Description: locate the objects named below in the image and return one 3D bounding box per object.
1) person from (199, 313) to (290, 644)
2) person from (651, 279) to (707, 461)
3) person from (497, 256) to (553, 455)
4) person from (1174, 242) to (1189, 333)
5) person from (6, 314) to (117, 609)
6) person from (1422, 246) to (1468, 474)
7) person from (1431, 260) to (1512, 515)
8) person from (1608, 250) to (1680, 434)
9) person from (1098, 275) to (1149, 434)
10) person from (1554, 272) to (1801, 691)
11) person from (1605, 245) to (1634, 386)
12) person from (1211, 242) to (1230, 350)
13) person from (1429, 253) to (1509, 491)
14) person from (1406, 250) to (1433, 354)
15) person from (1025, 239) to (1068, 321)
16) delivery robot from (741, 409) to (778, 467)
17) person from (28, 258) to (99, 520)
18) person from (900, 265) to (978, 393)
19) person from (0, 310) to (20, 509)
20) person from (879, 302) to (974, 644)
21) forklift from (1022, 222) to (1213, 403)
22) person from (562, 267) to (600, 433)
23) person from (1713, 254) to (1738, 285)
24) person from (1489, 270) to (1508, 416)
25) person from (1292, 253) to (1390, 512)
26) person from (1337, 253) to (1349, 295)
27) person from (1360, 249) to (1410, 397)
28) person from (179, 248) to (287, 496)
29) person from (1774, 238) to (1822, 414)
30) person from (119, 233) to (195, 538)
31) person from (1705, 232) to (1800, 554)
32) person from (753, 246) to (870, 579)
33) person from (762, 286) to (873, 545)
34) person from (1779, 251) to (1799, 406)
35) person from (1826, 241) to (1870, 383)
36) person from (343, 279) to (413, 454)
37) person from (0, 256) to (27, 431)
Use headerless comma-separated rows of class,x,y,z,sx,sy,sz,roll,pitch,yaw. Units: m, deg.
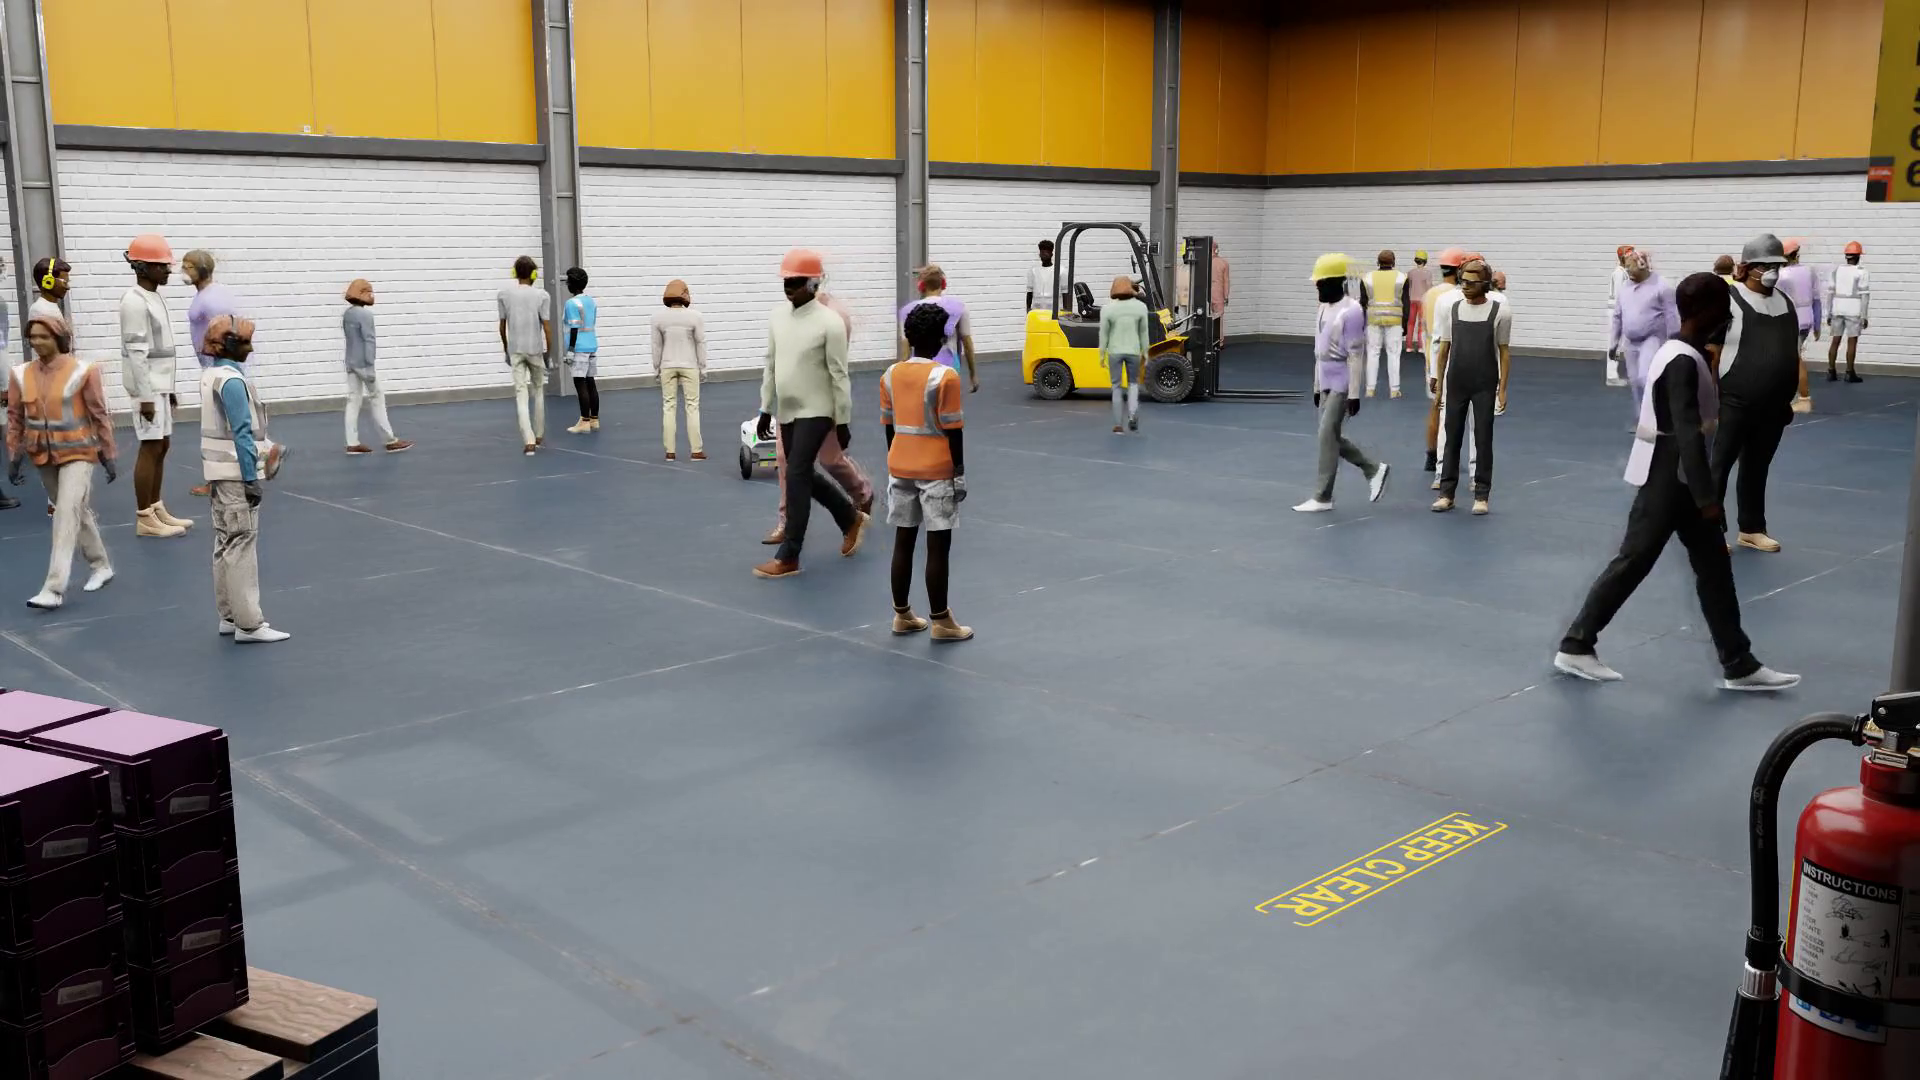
person,-3.606,-0.303,8.291,0.309,1.640,0.513,-8,13,-37
person,-2.516,-1.520,14.944,0.498,1.633,0.278,1,10,3
person,-4.058,-1.736,15.606,0.480,1.817,0.920,-2,11,-12
person,3.639,-3.798,26.568,0.365,1.927,0.587,-7,13,-34
person,-4.968,-0.445,9.175,0.534,1.587,0.886,1,10,5
person,4.164,-1.528,14.181,0.375,1.938,0.552,-4,11,-22
person,3.719,-1.102,12.093,0.511,1.841,0.327,6,12,28
person,6.934,-1.992,16.881,0.517,1.868,0.665,-6,12,-28
person,1.666,-1.890,16.989,0.529,1.620,0.348,-1,10,-6
person,3.197,-0.248,7.389,1.020,1.868,0.595,6,12,32
person,8.935,-3.028,22.485,0.355,1.883,0.574,5,11,23
person,4.461,-4.317,29.476,0.638,1.901,0.402,3,11,16
person,4.022,-1.323,13.184,0.584,1.882,0.337,3,11,16
person,7.888,-4.082,28.547,0.306,1.772,0.525,-8,13,-37
person,1.193,-3.152,22.938,0.613,1.962,0.365,4,11,20
delivery robot,-1.647,-0.874,14.109,0.477,0.478,0.707,-3,11,-15
person,-6.430,-1.069,11.872,0.329,1.861,0.515,-6,12,-31
person,-0.197,-1.323,13.454,0.582,1.791,1.006,4,11,18
person,-7.233,-1.169,12.251,0.554,1.920,0.428,2,11,12
person,-0.170,-0.330,8.293,0.532,1.694,0.319,9,14,41
forklift,1.935,-2.847,20.651,2.313,2.155,1.214,2,11,13
person,-3.895,-1.941,17.068,0.316,1.695,0.542,2,11,11
person,8.701,-2.355,19.026,0.633,1.813,0.855,4,11,21
person,6.019,-2.205,18.693,0.318,1.631,0.522,5,12,26
person,2.836,-1.146,12.202,0.721,1.903,0.589,-2,11,-10
person,5.384,-3.201,23.740,0.309,1.772,0.525,5,11,24
person,5.314,-2.705,20.838,0.619,1.845,0.430,3,11,18
person,-5.725,-1.317,13.050,0.662,1.926,0.641,-6,12,-28
person,9.477,-2.444,19.021,0.613,1.986,0.755,-4,11,-22
person,-5.387,-1.025,11.169,0.413,2.035,0.610,-2,11,-13
person,5.056,-0.923,10.578,0.674,2.000,0.536,-3,11,-16
person,-0.884,-0.781,10.031,0.920,1.970,0.612,-10,14,-42
person,-0.945,-0.932,11.062,0.640,1.885,0.831,7,13,35
person,9.794,-2.551,19.821,0.402,1.911,0.639,1,10,5
person,12.247,-3.135,22.936,0.370,1.930,0.586,-7,12,-33
person,-5.481,-1.607,15.441,0.524,1.617,0.539,9,14,41
person,-8.364,-1.585,14.589,0.985,1.888,0.655,-10,14,-42
